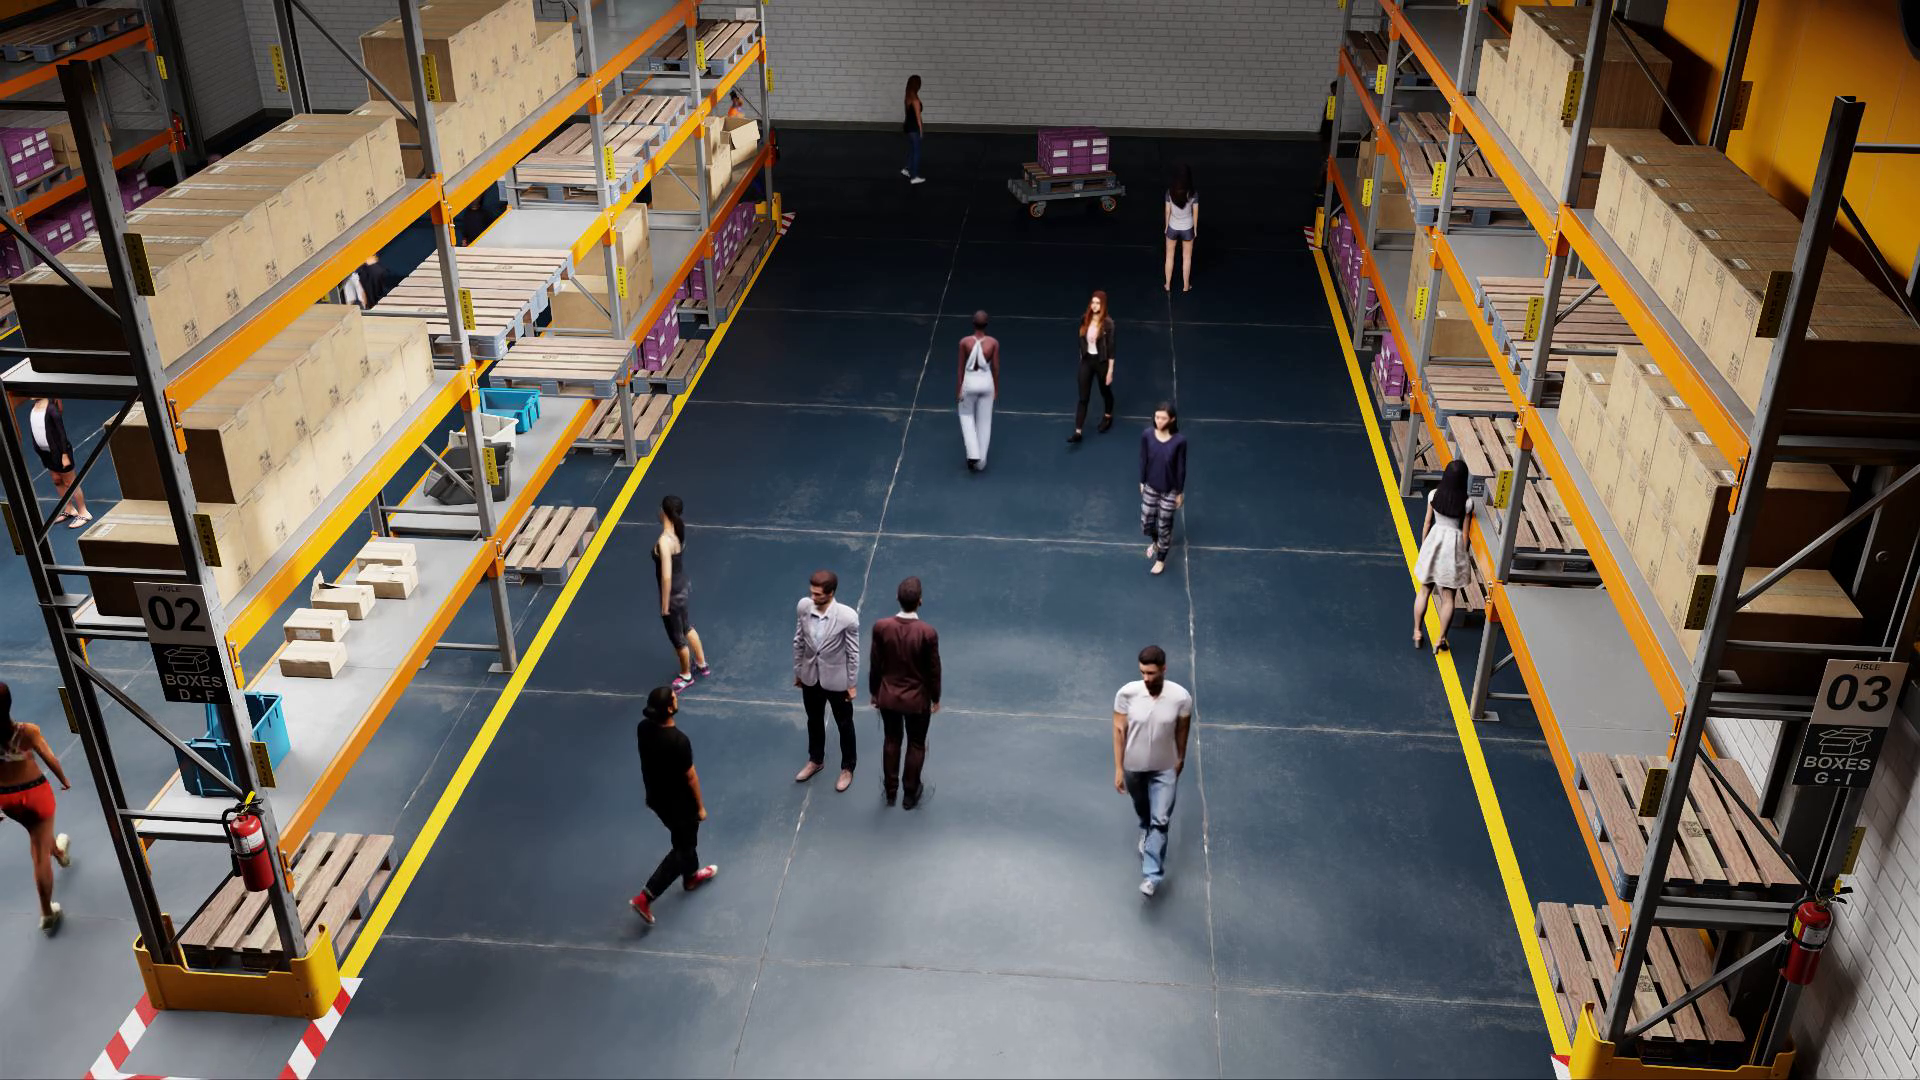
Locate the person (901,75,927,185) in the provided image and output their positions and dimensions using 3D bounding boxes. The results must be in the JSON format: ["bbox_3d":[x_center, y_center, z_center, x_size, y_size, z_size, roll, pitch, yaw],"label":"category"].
[{"bbox_3d":[-0.804,-6.488,26.338,0.772,1.710,0.708,-14,31,-23],"label":"person"}]

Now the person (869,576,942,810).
[{"bbox_3d":[-0.415,1.158,12.181,0.739,1.844,0.681,7,29,12],"label":"person"}]

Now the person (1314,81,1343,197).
[{"bbox_3d":[5.748,-6.288,25.900,0.892,1.777,0.572,2,29,3],"label":"person"}]

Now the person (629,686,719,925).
[{"bbox_3d":[-1.972,1.785,11.145,1.023,1.736,1.135,24,37,37],"label":"person"}]

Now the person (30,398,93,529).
[{"bbox_3d":[-8.820,-0.884,16.225,0.613,1.556,0.643,13,31,23],"label":"person"}]

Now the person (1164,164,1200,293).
[{"bbox_3d":[2.919,-4.136,22.028,0.618,1.708,0.566,6,29,11],"label":"person"}]

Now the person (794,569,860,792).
[{"bbox_3d":[-0.990,1.011,12.448,0.749,1.846,0.697,12,31,21],"label":"person"}]

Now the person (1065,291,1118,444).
[{"bbox_3d":[1.529,-1.893,17.961,0.983,1.664,1.232,17,33,28],"label":"person"}]

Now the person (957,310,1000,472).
[{"bbox_3d":[0.189,-1.485,17.101,0.642,1.772,0.718,-2,29,-3],"label":"person"}]

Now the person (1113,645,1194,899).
[{"bbox_3d":[1.331,1.498,11.592,0.845,1.810,1.213,7,29,13],"label":"person"}]

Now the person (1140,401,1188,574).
[{"bbox_3d":[1.911,-0.530,15.399,0.715,1.725,0.759,12,31,21],"label":"person"}]

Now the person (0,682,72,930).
[{"bbox_3d":[-6.237,1.801,11.104,0.883,1.745,1.209,-8,30,-14],"label":"person"}]

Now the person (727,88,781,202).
[{"bbox_3d":[-3.467,-5.885,25.128,0.818,1.810,1.167,-1,29,-2],"label":"person"}]

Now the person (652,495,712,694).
[{"bbox_3d":[-2.323,0.474,13.580,0.714,1.703,0.509,-4,29,-8],"label":"person"}]

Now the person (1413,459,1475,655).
[{"bbox_3d":[4.113,0.138,14.129,0.775,1.769,0.798,18,34,30],"label":"person"}]
